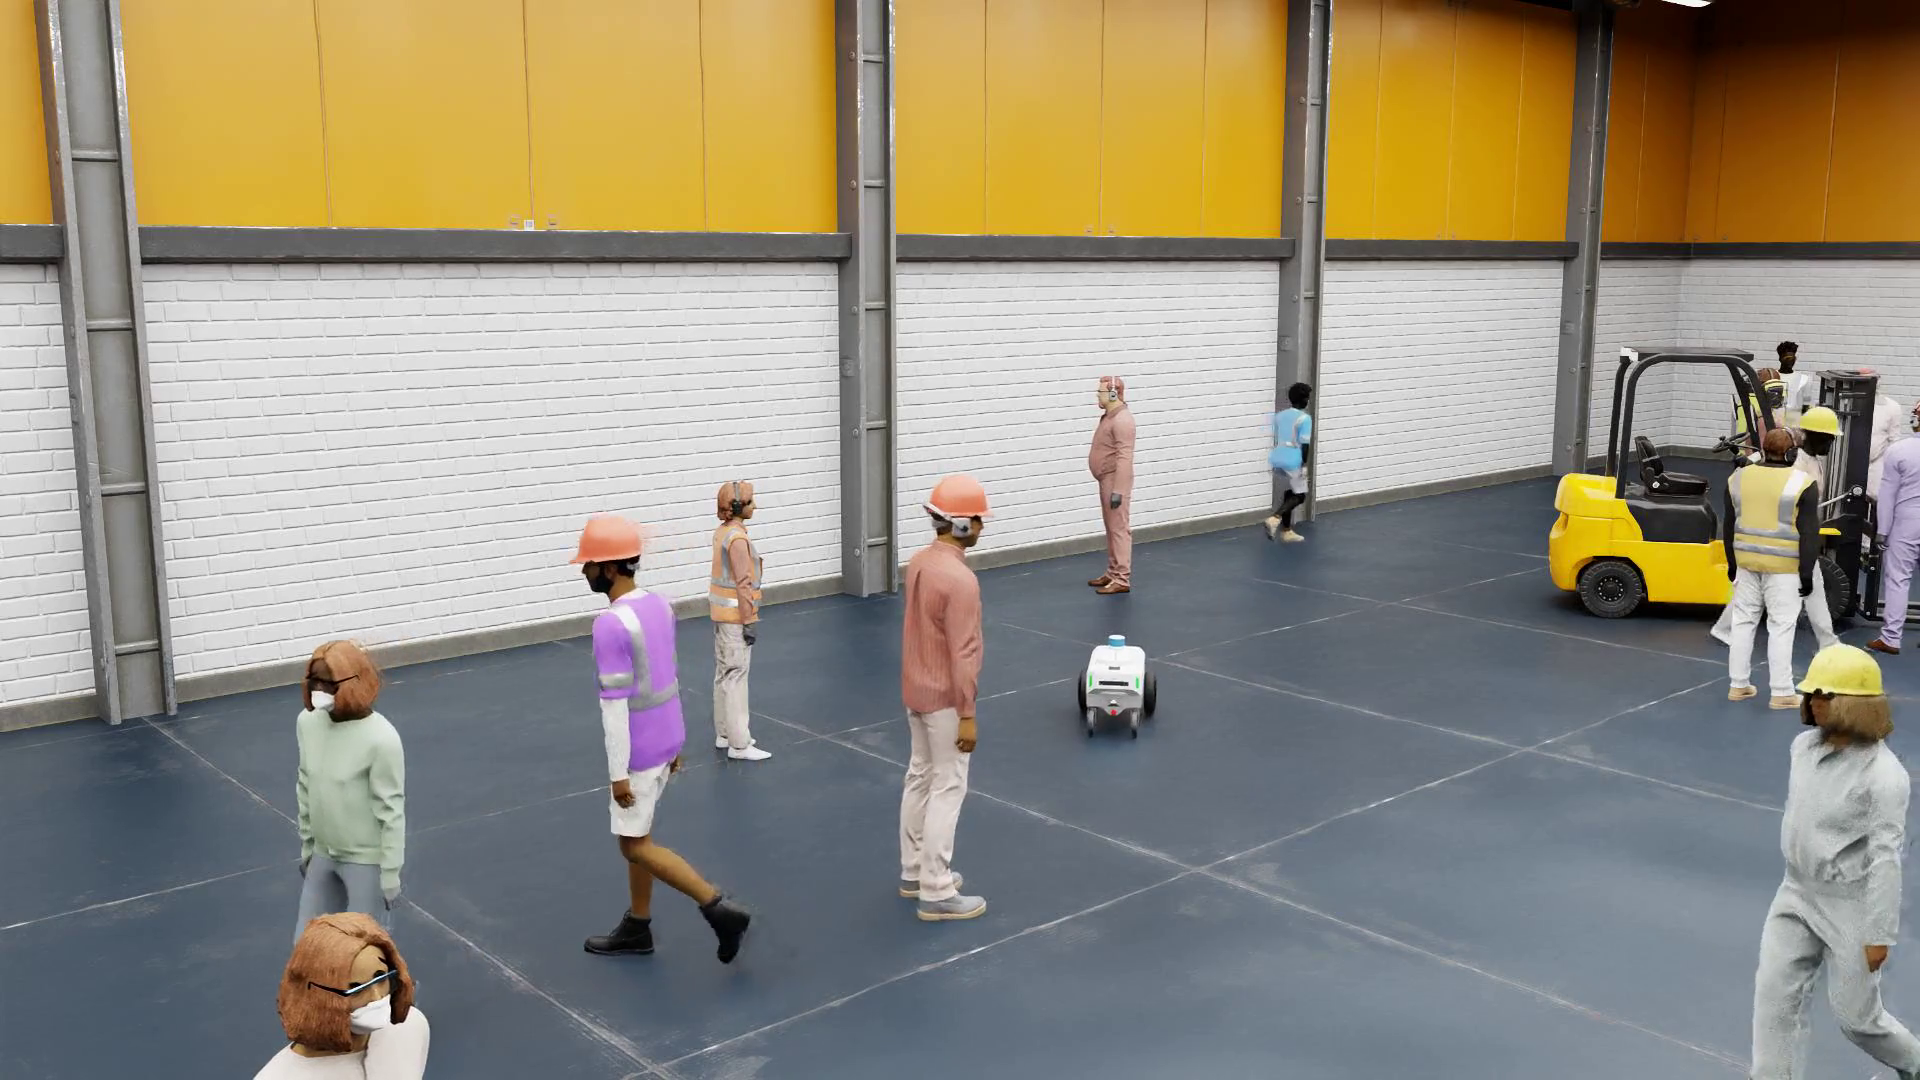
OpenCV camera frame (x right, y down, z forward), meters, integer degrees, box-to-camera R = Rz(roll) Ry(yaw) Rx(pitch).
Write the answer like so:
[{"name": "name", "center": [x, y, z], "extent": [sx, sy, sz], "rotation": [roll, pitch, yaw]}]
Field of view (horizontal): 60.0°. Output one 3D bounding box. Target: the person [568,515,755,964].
[{"name": "person", "center": [-1.216, 0.843, 6.809], "extent": [0.739, 1.914, 0.554], "rotation": [2, 10, 13]}]

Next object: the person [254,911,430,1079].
[{"name": "person", "center": [-1.256, 1.549, 3.462], "extent": [0.266, 1.631, 0.507], "rotation": [4, 11, 23]}]

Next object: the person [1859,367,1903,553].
[{"name": "person", "center": [8.519, -0.686, 15.752], "extent": [0.645, 1.909, 0.401], "rotation": [6, 11, 30]}]

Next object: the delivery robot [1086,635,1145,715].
[{"name": "delivery robot", "center": [0.984, 0.844, 10.465], "extent": [0.477, 0.478, 0.707], "rotation": [1, 10, 8]}]

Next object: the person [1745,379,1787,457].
[{"name": "person", "center": [7.765, -0.663, 16.029], "extent": [0.312, 1.769, 0.525], "rotation": [-2, 10, -11]}]

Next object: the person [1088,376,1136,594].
[{"name": "person", "center": [1.321, -0.483, 14.561], "extent": [0.399, 1.909, 0.642], "rotation": [-1, 10, -3]}]

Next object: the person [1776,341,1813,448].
[{"name": "person", "center": [9.517, -1.320, 19.283], "extent": [0.613, 1.965, 0.361], "rotation": [4, 10, 22]}]

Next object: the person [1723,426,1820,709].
[{"name": "person", "center": [5.310, 0.176, 10.892], "extent": [0.430, 1.844, 0.624], "rotation": [-6, 12, -32]}]

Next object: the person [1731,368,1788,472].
[{"name": "person", "center": [7.949, -0.788, 16.538], "extent": [0.430, 1.845, 0.624], "rotation": [-3, 10, -17]}]

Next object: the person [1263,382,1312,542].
[{"name": "person", "center": [3.310, -0.769, 16.903], "extent": [0.566, 1.673, 0.555], "rotation": [-5, 11, -27]}]

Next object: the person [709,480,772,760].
[{"name": "person", "center": [-1.314, 0.467, 9.772], "extent": [0.314, 1.642, 0.514], "rotation": [-4, 10, -20]}]

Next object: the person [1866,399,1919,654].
[{"name": "person", "center": [7.100, -0.096, 12.323], "extent": [0.641, 1.900, 0.403], "rotation": [1, 10, 4]}]

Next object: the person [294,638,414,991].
[{"name": "person", "center": [-2.150, 1.135, 5.916], "extent": [0.517, 1.616, 0.394], "rotation": [5, 11, 29]}]

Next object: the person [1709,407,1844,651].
[{"name": "person", "center": [6.087, -0.053, 12.216], "extent": [1.049, 1.876, 0.614], "rotation": [9, 13, 41]}]

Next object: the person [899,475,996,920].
[{"name": "person", "center": [-0.048, 0.695, 7.465], "extent": [0.428, 1.981, 0.638], "rotation": [-4, 10, -22]}]

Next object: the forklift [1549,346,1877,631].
[{"name": "forklift", "center": [6.109, -0.478, 13.691], "extent": [2.313, 2.155, 1.214], "rotation": [3, 10, 16]}]

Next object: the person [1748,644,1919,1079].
[{"name": "person", "center": [2.889, 1.174, 5.413], "extent": [0.770, 1.718, 0.489], "rotation": [-2, 10, -12]}]
